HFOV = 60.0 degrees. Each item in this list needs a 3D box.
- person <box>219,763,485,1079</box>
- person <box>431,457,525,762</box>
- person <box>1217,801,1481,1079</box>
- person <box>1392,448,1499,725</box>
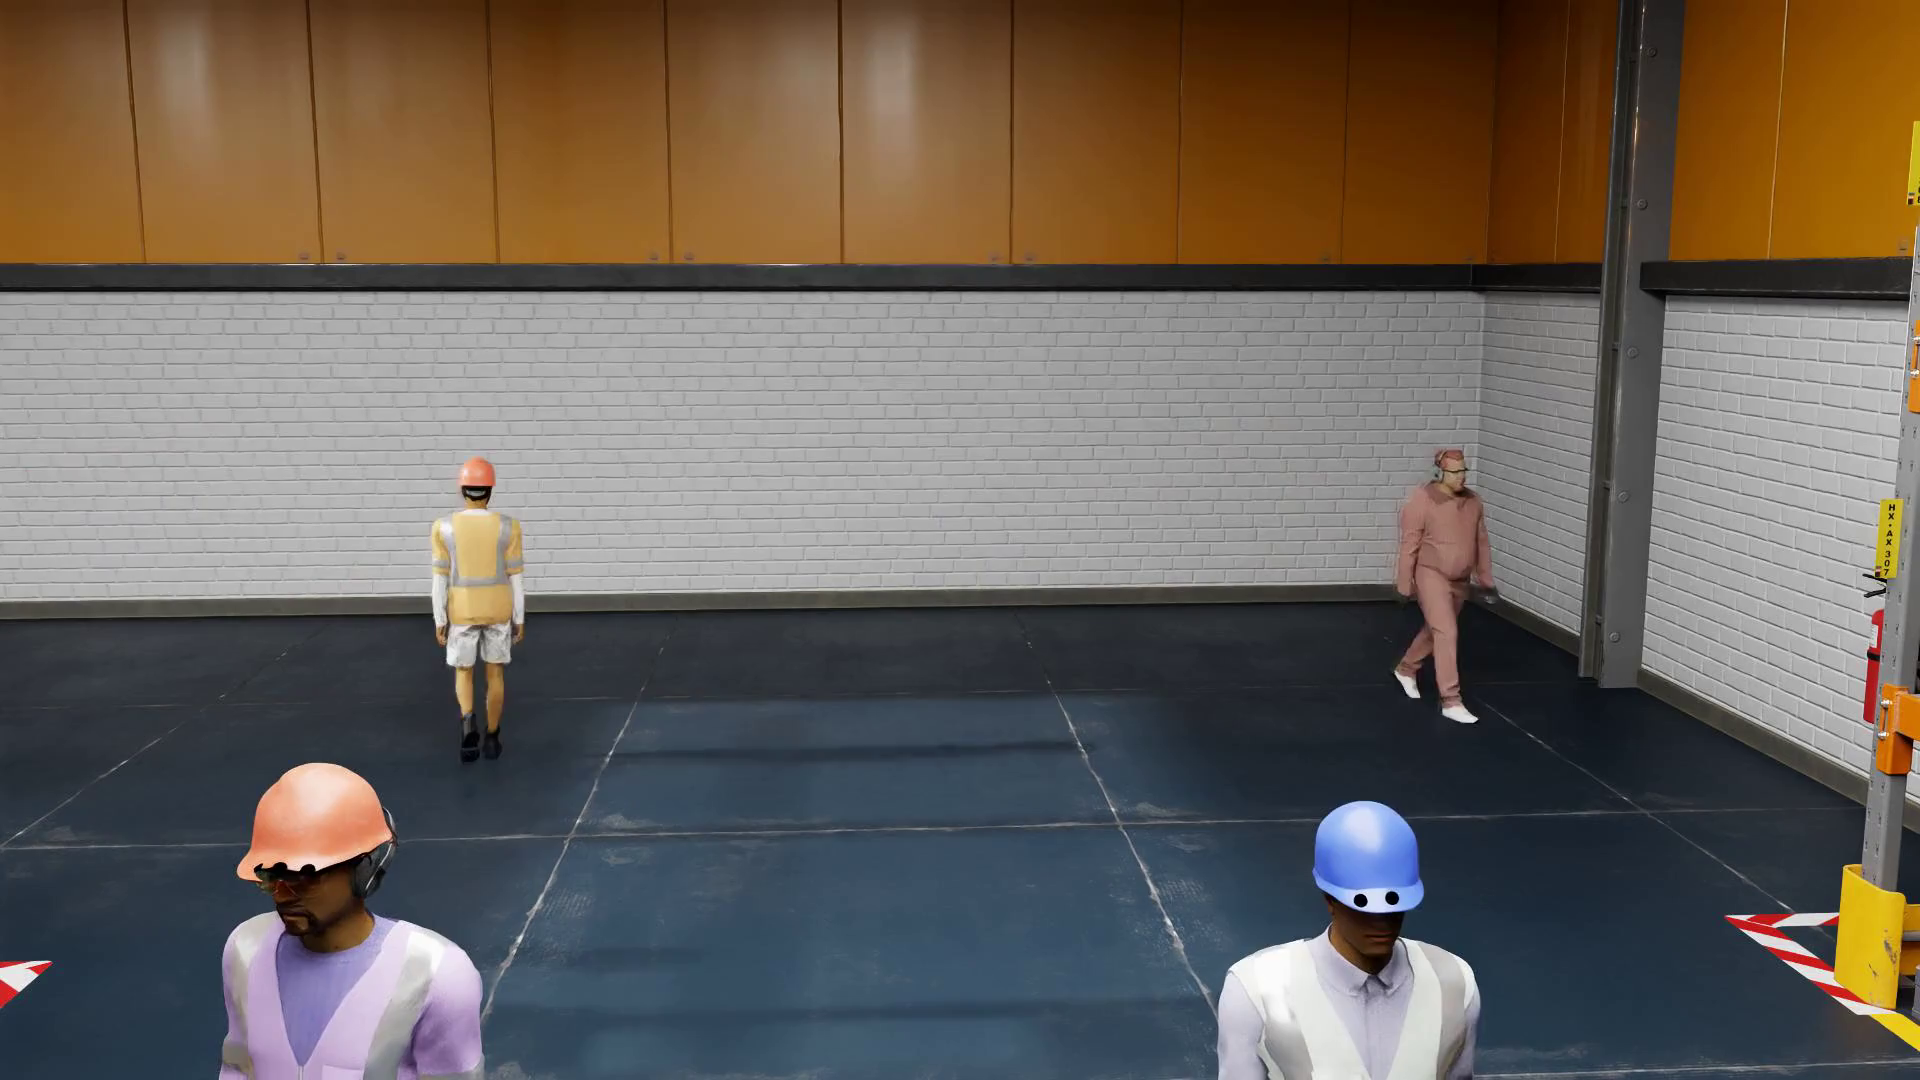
[{"bbox_3d":[-1.302,1.461,3.529,0.605,2.045,0.383,2,9,14],"label":"person"},{"bbox_3d":[-2.961,0.450,10.270,0.554,1.917,0.605,-2,9,-14],"label":"person"},{"bbox_3d":[0.831,1.499,3.592,0.604,1.949,0.389,-2,9,-10],"label":"person"},{"bbox_3d":[3.324,0.271,11.587,0.641,1.866,0.947,-5,10,-30],"label":"person"}]
